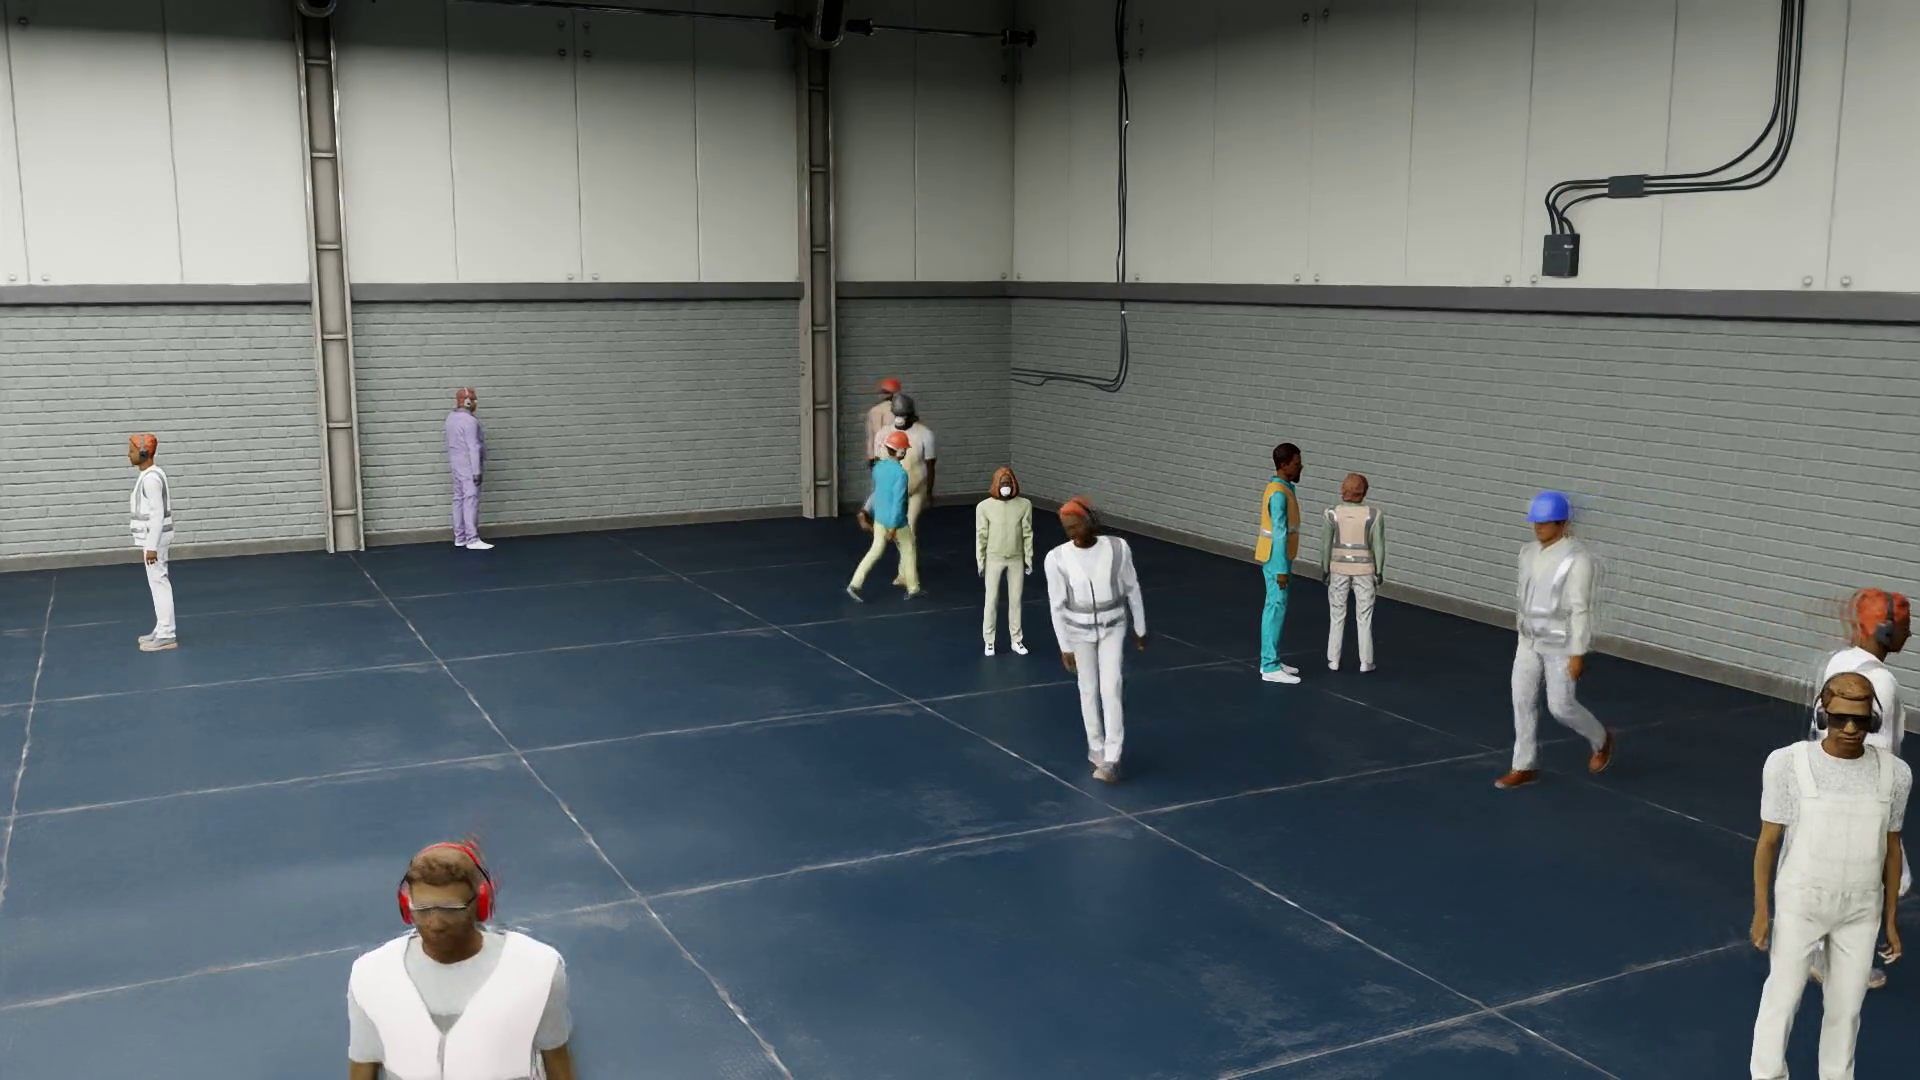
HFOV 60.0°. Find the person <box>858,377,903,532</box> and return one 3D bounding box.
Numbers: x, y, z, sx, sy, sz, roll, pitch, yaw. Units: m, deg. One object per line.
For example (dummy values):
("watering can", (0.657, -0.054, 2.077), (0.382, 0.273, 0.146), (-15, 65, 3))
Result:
("person", (-0.903, -1.022, 20.525), (0.629, 1.975, 0.686), (8, 12, 39))

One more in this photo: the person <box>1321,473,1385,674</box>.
("person", (3.199, 0.274, 13.570), (0.514, 1.642, 0.310), (3, 10, 19))

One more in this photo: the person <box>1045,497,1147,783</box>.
("person", (0.873, 0.637, 10.729), (0.657, 1.838, 0.766), (1, 9, 6))

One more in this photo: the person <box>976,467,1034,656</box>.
("person", (0.379, 0.185, 14.174), (0.498, 1.627, 0.280), (-2, 9, -12))

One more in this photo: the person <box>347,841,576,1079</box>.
("person", (-1.333, 1.683, 4.384), (0.595, 1.796, 0.966), (0, 9, 1))

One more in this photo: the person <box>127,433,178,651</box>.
("person", (-7.009, 0.014, 14.426), (0.345, 1.882, 0.584), (-5, 10, -26))

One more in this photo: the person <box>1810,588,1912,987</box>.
("person", (4.063, 1.142, 7.504), (0.422, 1.870, 0.592), (2, 9, 10))

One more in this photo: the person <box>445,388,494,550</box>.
("person", (-5.796, -0.841, 19.622), (0.399, 1.909, 0.642), (-8, 12, -40))

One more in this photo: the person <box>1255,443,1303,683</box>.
("person", (2.559, 0.175, 13.328), (0.388, 1.919, 0.593), (2, 9, 9))

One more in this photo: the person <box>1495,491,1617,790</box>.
("person", (3.800, 0.630, 10.520), (0.753, 1.923, 0.606), (-4, 10, -25))

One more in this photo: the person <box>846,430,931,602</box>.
("person", (-0.720, -0.232, 16.471), (0.876, 1.715, 0.553), (-7, 12, -38))

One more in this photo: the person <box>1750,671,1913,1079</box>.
("person", (3.202, 1.377, 6.147), (0.514, 1.844, 0.327), (2, 9, 11))

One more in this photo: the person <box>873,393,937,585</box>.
("person", (-0.583, -0.582, 17.611), (0.692, 2.000, 0.832), (3, 10, 20))
